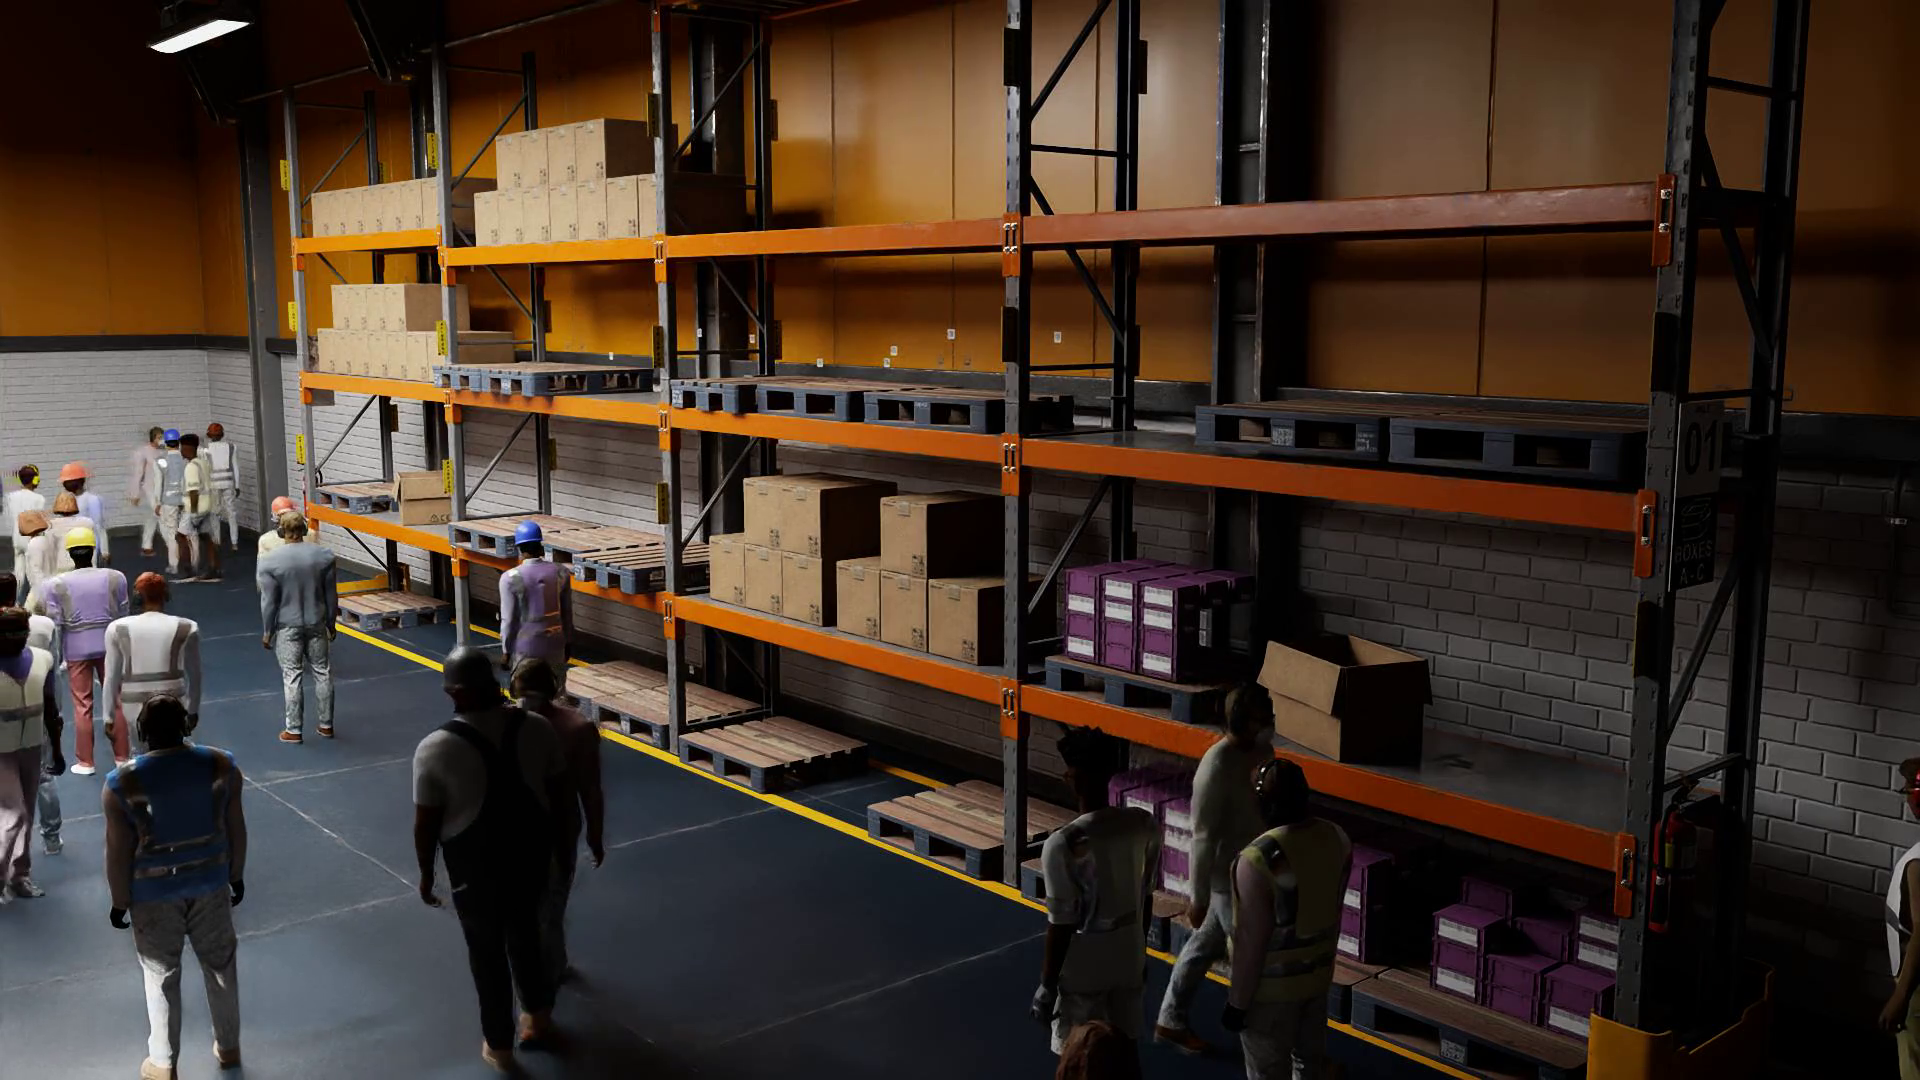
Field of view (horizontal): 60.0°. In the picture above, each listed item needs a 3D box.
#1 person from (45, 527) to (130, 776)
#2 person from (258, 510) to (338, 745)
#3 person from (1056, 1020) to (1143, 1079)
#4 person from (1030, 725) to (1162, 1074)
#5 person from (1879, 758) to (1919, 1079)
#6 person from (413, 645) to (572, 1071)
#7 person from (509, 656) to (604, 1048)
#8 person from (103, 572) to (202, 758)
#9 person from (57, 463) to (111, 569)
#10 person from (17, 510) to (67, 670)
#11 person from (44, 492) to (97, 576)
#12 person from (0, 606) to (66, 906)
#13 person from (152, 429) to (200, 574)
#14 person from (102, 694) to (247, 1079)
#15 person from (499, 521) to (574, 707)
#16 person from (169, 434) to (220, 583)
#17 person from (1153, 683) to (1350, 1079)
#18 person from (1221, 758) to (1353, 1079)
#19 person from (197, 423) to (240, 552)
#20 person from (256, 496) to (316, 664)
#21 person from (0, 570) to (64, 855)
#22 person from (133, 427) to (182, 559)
[{"bbox_3d":[-6.701,0.857,12.817,0.585,1.917,0.382,-7,11,-40],"label":"person"},{"bbox_3d":[-5.444,0.720,13.720,0.627,1.934,0.370,-7,11,-40],"label":"person"},{"bbox_3d":[0.405,2.159,4.742,0.499,1.634,0.278,-7,11,-40],"label":"person"},{"bbox_3d":[0.538,1.714,6.719,0.602,1.958,0.380,-7,11,-40],"label":"person"},{"bbox_3d":[3.911,1.779,6.681,0.564,1.837,0.388,-7,11,-40],"label":"person"},{"bbox_3d":[-2.269,1.490,7.992,0.713,2.000,0.654,-6,10,-36],"label":"person"},{"bbox_3d":[-2.149,1.497,8.493,0.654,1.892,1.033,0,8,2],"label":"person"},{"bbox_3d":[-5.403,1.132,11.162,0.590,1.835,0.920,-3,9,-21],"label":"person"},{"bbox_3d":[-9.660,0.084,18.324,0.562,1.878,1.021,6,10,34],"label":"person"},{"bbox_3d":[-9.094,0.513,16.256,0.741,1.601,0.535,-2,9,-16],"label":"person"},{"bbox_3d":[-9.422,0.303,17.643,0.499,1.634,0.278,-7,11,-40],"label":"person"},{"bbox_3d":[-5.740,1.296,10.082,0.457,1.823,0.563,4,9,23],"label":"person"},{"bbox_3d":[-10.484,-0.516,22.292,0.603,1.937,0.402,-7,11,-40],"label":"person"},{"bbox_3d":[-3.661,1.622,7.783,0.620,1.837,0.429,-7,11,-40],"label":"person"},{"bbox_3d":[-3.311,0.821,13.000,0.603,1.937,0.402,-7,11,-40],"label":"person"},{"bbox_3d":[-9.962,-0.401,21.464,0.735,1.938,0.633,-1,8,-8],"label":"person"},{"bbox_3d":[1.352,1.594,7.801,1.030,1.882,0.650,5,10,31],"label":"person"},{"bbox_3d":[1.285,1.777,6.706,0.620,1.837,0.429,-7,11,-40],"label":"person"},{"bbox_3d":[-10.793,-0.771,24.249,0.573,1.883,0.354,-7,11,-40],"label":"person"},{"bbox_3d":[-6.650,0.429,16.399,0.597,1.729,0.631,-8,11,-43],"label":"person"},{"bbox_3d":[-6.157,1.145,10.830,0.588,1.913,0.390,-7,11,-40],"label":"person"},{"bbox_3d":[-11.282,-0.661,23.500,1.055,1.874,0.646,3,9,20],"label":"person"}]
